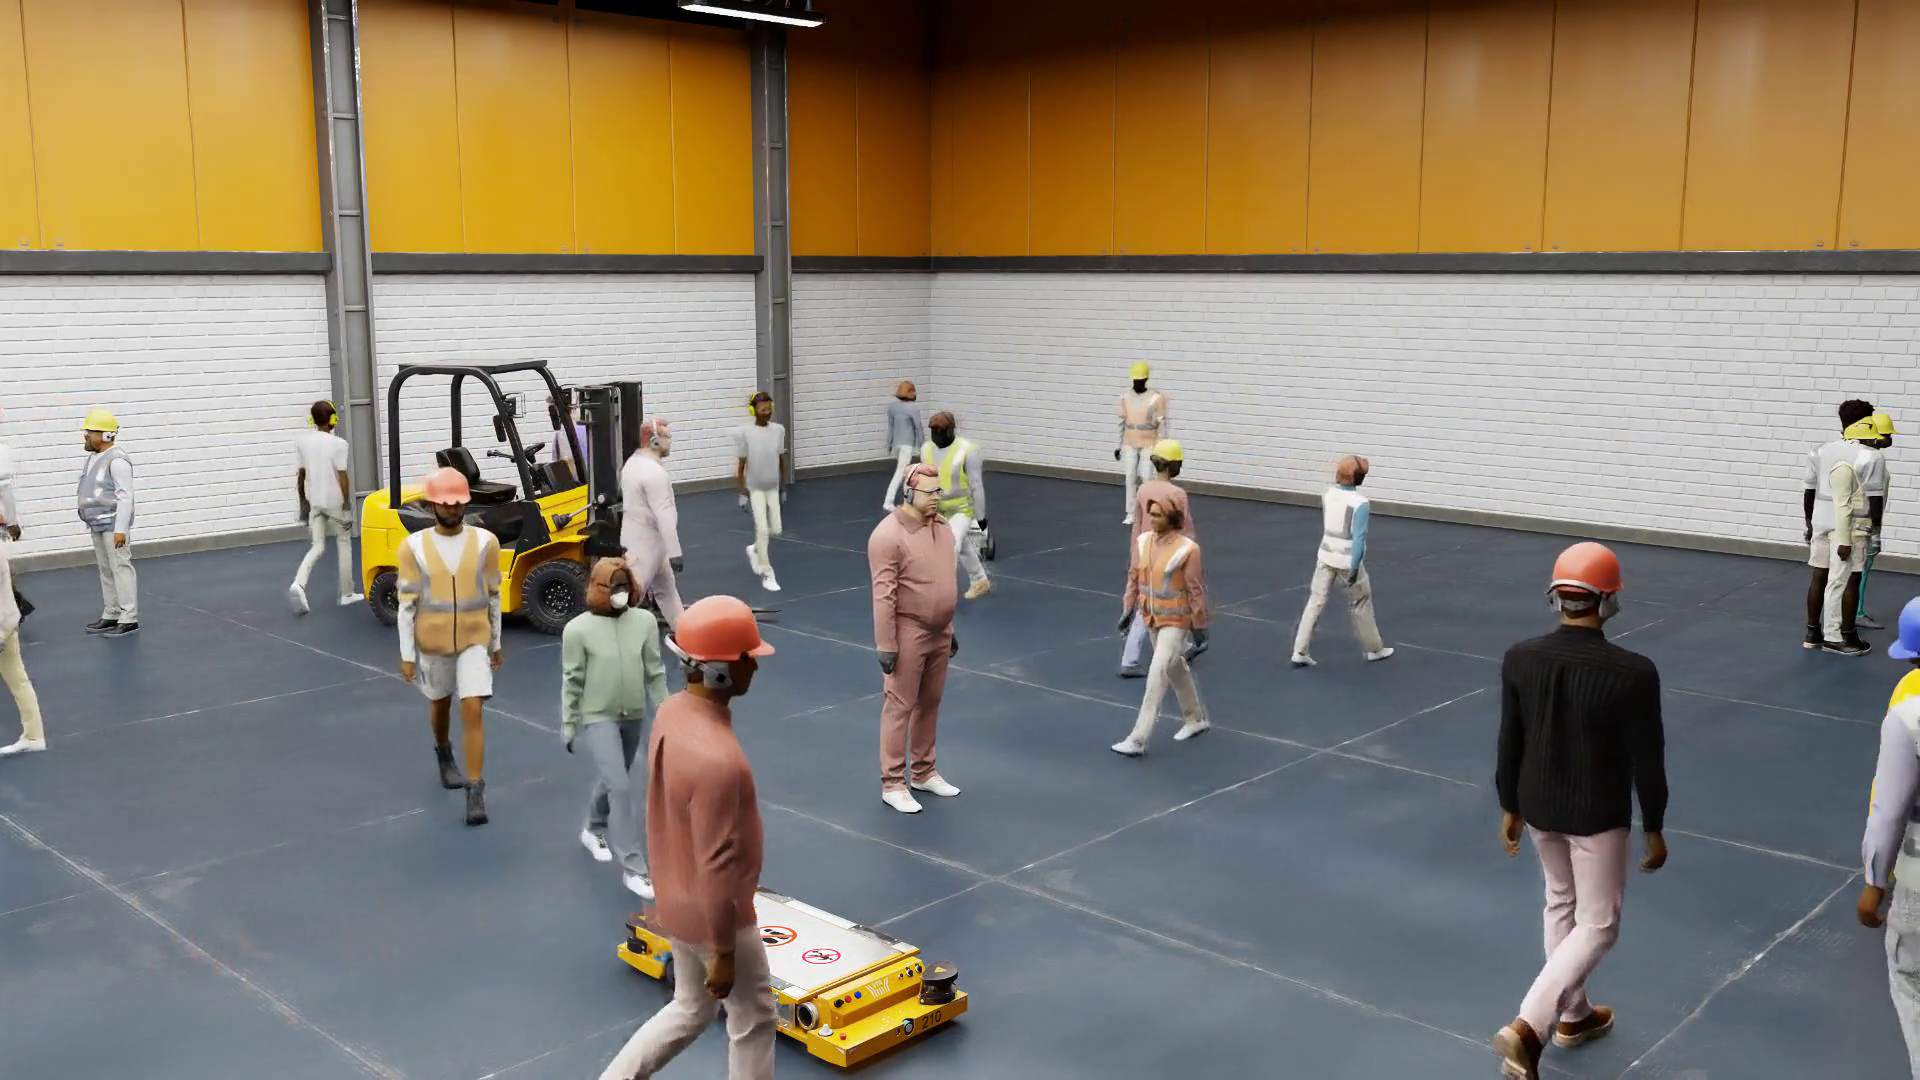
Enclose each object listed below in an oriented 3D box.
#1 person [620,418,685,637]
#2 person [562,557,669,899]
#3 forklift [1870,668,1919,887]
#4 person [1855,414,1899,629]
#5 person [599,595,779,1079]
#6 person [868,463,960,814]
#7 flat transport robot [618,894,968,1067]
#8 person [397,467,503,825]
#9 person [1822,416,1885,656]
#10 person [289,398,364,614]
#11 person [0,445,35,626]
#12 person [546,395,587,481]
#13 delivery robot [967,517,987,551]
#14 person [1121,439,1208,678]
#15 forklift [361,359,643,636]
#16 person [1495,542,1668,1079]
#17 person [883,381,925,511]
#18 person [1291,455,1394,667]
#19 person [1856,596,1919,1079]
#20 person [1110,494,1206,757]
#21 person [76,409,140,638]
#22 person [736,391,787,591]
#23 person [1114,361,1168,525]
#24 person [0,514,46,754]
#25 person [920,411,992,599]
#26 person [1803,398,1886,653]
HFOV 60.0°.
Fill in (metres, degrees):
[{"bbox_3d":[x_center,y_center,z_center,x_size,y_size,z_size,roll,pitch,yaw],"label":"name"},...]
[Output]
[{"bbox_3d":[-2.283,0.025,12.355,1.012,1.849,0.665,-4,10,-23],"label":"person"},{"bbox_3d":[-1.676,0.854,8.046,0.511,1.593,0.839,-8,12,-42],"label":"person"},{"bbox_3d":[5.205,0.723,7.013,2.313,2.155,1.214,9,13,43],"label":"forklift"},{"bbox_3d":[7.515,-0.161,13.744,0.311,1.769,0.522,3,10,16],"label":"person"},{"bbox_3d":[-0.847,1.137,5.175,0.812,1.969,0.618,-5,10,-26],"label":"person"},{"bbox_3d":[-0.214,0.522,9.127,0.403,1.904,0.651,7,11,35],"label":"person"},{"bbox_3d":[-0.708,1.722,6.767,1.431,0.197,0.652,9,13,43],"label":"flat transport robot"},{"bbox_3d":[-2.784,0.529,9.119,0.555,1.895,0.999,-4,10,-21],"label":"person"},{"bbox_3d":[6.866,-0.041,12.800,0.403,1.833,0.586,7,11,36],"label":"person"},{"bbox_3d":[-5.495,-0.294,14.343,0.527,1.843,0.816,2,9,12],"label":"person"},{"bbox_3d":[-7.863,-0.182,13.425,0.617,1.910,0.486,6,11,33],"label":"person"},{"bbox_3d":[-3.666,-0.436,15.277,0.835,1.807,0.573,1,9,7],"label":"person"},{"bbox_3d":[0.095,-0.142,17.038,0.477,0.478,0.707,0,9,-2],"label":"delivery robot"},{"bbox_3d":[1.508,0.130,12.089,0.890,1.722,0.537,-5,10,-26],"label":"person"},{"bbox_3d":[-3.850,-0.407,13.936,2.313,2.155,1.214,2,9,11],"label":"forklift"},{"bbox_3d":[2.212,0.990,6.054,0.866,1.971,0.617,-7,11,-36],"label":"person"},{"bbox_3d":[-0.669,-1.151,20.373,0.878,1.588,0.518,-9,13,-44],"label":"person"},{"bbox_3d":[2.837,0.158,12.354,0.909,1.587,0.508,-6,11,-32],"label":"person"},{"bbox_3d":[3.407,1.123,5.517,0.802,1.902,0.377,1,9,5],"label":"person"},{"bbox_3d":[1.246,0.505,10.189,0.878,1.591,0.509,-7,11,-35],"label":"person"},{"bbox_3d":[-6.868,-0.140,13.392,0.592,1.837,0.404,8,12,41],"label":"person"},{"bbox_3d":[-1.852,-0.473,15.416,0.499,1.849,0.659,-6,11,-32],"label":"person"},{"bbox_3d":[2.136,-1.137,19.325,0.621,1.900,0.649,6,11,32],"label":"person"},{"bbox_3d":[-5.868,0.529,9.976,0.617,1.609,0.525,-4,10,-25],"label":"person"},{"bbox_3d":[-0.036,-0.267,14.475,0.643,1.759,1.107,8,12,40],"label":"person"},{"bbox_3d":[6.799,-0.108,12.805,0.365,1.963,0.610,-6,11,-32],"label":"person"}]
